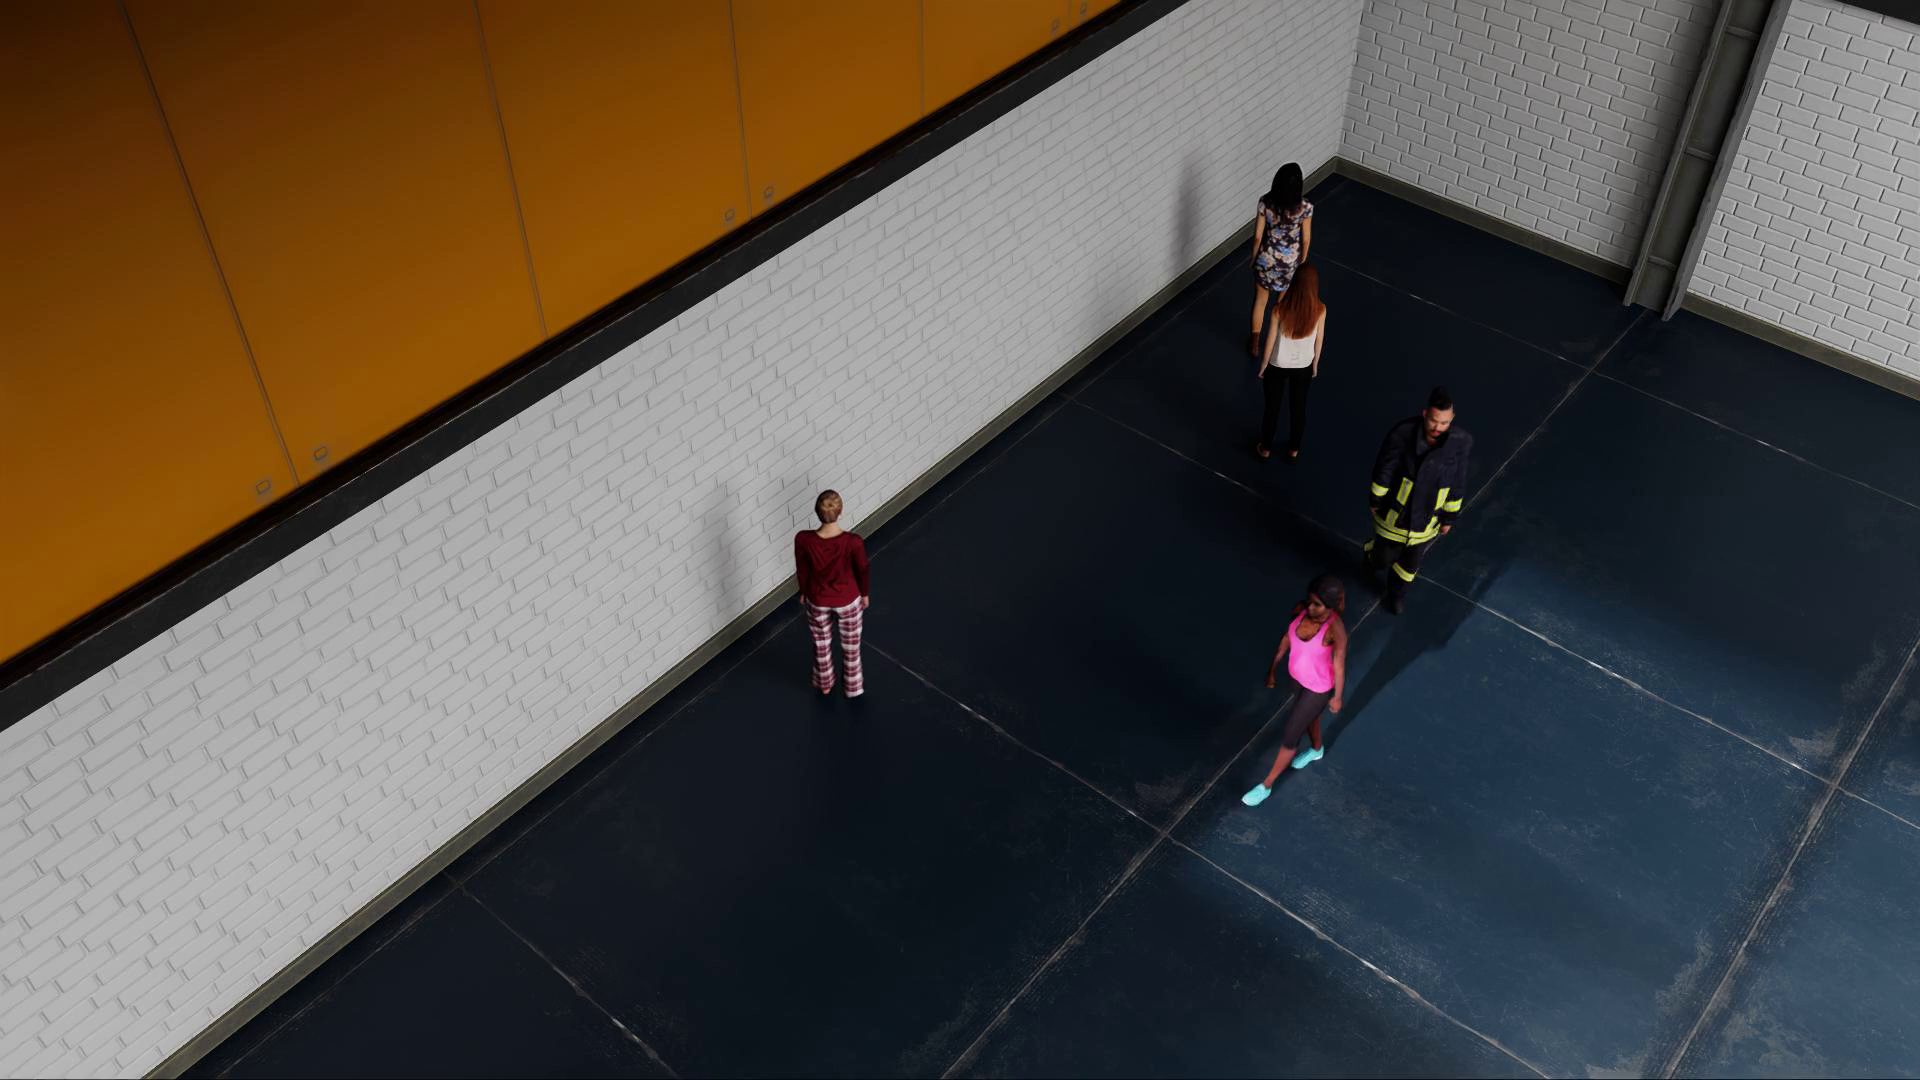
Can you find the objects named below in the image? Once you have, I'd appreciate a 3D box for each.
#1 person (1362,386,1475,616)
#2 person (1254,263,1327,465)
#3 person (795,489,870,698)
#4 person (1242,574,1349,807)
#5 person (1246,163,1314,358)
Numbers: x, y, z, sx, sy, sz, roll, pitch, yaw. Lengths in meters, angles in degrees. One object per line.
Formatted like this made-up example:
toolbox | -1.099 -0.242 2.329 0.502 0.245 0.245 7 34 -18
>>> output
person | 3.009 -0.323 11.013 0.940 1.850 1.005 6 44 6
person | 2.403 -1.269 12.100 0.635 1.721 0.713 -1 44 -1
person | -0.799 0.340 10.428 0.661 1.699 0.744 1 44 1
person | 2.156 0.810 9.937 0.838 1.697 0.974 -24 49 -23
person | 2.489 -2.182 13.050 0.612 1.732 0.735 9 44 10
